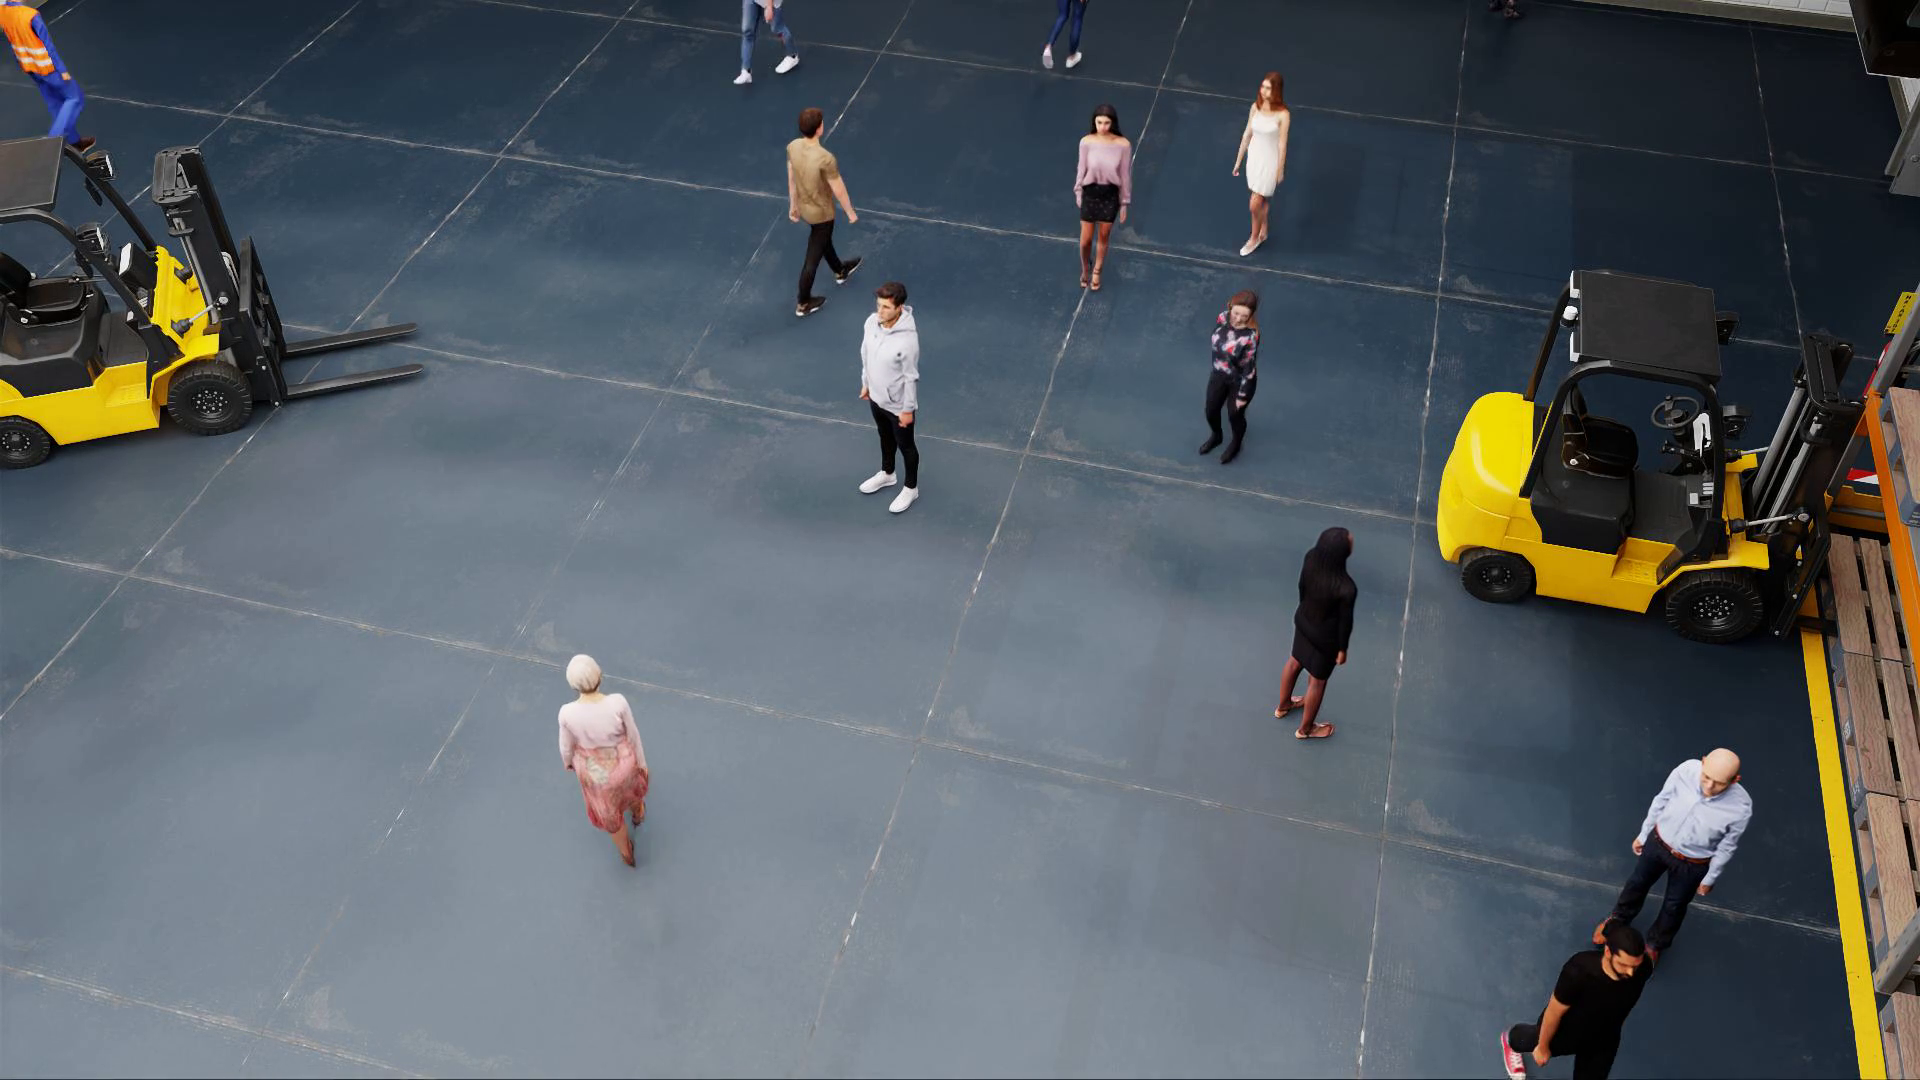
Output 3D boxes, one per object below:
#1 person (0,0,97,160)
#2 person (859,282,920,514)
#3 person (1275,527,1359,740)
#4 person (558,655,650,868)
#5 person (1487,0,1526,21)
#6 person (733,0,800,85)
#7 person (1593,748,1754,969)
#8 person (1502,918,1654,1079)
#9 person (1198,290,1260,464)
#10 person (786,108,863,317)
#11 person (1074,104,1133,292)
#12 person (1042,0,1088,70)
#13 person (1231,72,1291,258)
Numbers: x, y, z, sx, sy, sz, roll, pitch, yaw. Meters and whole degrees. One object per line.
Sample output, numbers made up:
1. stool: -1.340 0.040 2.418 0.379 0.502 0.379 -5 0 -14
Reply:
1. person: -8.603 -4.365 15.524 0.743 1.856 0.880 15 46 15
2. person: -0.479 -1.061 12.003 0.779 1.930 0.782 34 53 31
3. person: 2.259 0.564 10.449 0.727 1.720 0.656 -20 47 -20
4. person: -2.032 1.354 9.650 0.833 1.677 0.925 -11 45 -11
5. person: 5.988 -6.415 17.776 0.748 1.717 0.668 -9 44 -9
6. person: -1.933 -5.524 16.748 0.957 1.847 1.221 32 52 29
7. person: 3.964 1.727 9.178 0.756 1.789 0.735 -32 52 -29
8. person: 3.123 2.425 8.501 0.972 1.712 1.268 -5 44 -6
9. person: 2.060 -1.236 12.390 0.789 1.648 0.738 -22 48 -22
10. person: -1.254 -2.668 13.773 1.200 1.815 1.023 -32 52 -29
11. person: 1.207 -2.908 14.036 0.675 1.799 0.644 4 44 4
12. person: 1.085 -5.554 16.840 0.760 1.762 0.972 24 49 23
13. person: 2.712 -3.329 14.552 0.801 1.697 0.733 -31 52 -28
